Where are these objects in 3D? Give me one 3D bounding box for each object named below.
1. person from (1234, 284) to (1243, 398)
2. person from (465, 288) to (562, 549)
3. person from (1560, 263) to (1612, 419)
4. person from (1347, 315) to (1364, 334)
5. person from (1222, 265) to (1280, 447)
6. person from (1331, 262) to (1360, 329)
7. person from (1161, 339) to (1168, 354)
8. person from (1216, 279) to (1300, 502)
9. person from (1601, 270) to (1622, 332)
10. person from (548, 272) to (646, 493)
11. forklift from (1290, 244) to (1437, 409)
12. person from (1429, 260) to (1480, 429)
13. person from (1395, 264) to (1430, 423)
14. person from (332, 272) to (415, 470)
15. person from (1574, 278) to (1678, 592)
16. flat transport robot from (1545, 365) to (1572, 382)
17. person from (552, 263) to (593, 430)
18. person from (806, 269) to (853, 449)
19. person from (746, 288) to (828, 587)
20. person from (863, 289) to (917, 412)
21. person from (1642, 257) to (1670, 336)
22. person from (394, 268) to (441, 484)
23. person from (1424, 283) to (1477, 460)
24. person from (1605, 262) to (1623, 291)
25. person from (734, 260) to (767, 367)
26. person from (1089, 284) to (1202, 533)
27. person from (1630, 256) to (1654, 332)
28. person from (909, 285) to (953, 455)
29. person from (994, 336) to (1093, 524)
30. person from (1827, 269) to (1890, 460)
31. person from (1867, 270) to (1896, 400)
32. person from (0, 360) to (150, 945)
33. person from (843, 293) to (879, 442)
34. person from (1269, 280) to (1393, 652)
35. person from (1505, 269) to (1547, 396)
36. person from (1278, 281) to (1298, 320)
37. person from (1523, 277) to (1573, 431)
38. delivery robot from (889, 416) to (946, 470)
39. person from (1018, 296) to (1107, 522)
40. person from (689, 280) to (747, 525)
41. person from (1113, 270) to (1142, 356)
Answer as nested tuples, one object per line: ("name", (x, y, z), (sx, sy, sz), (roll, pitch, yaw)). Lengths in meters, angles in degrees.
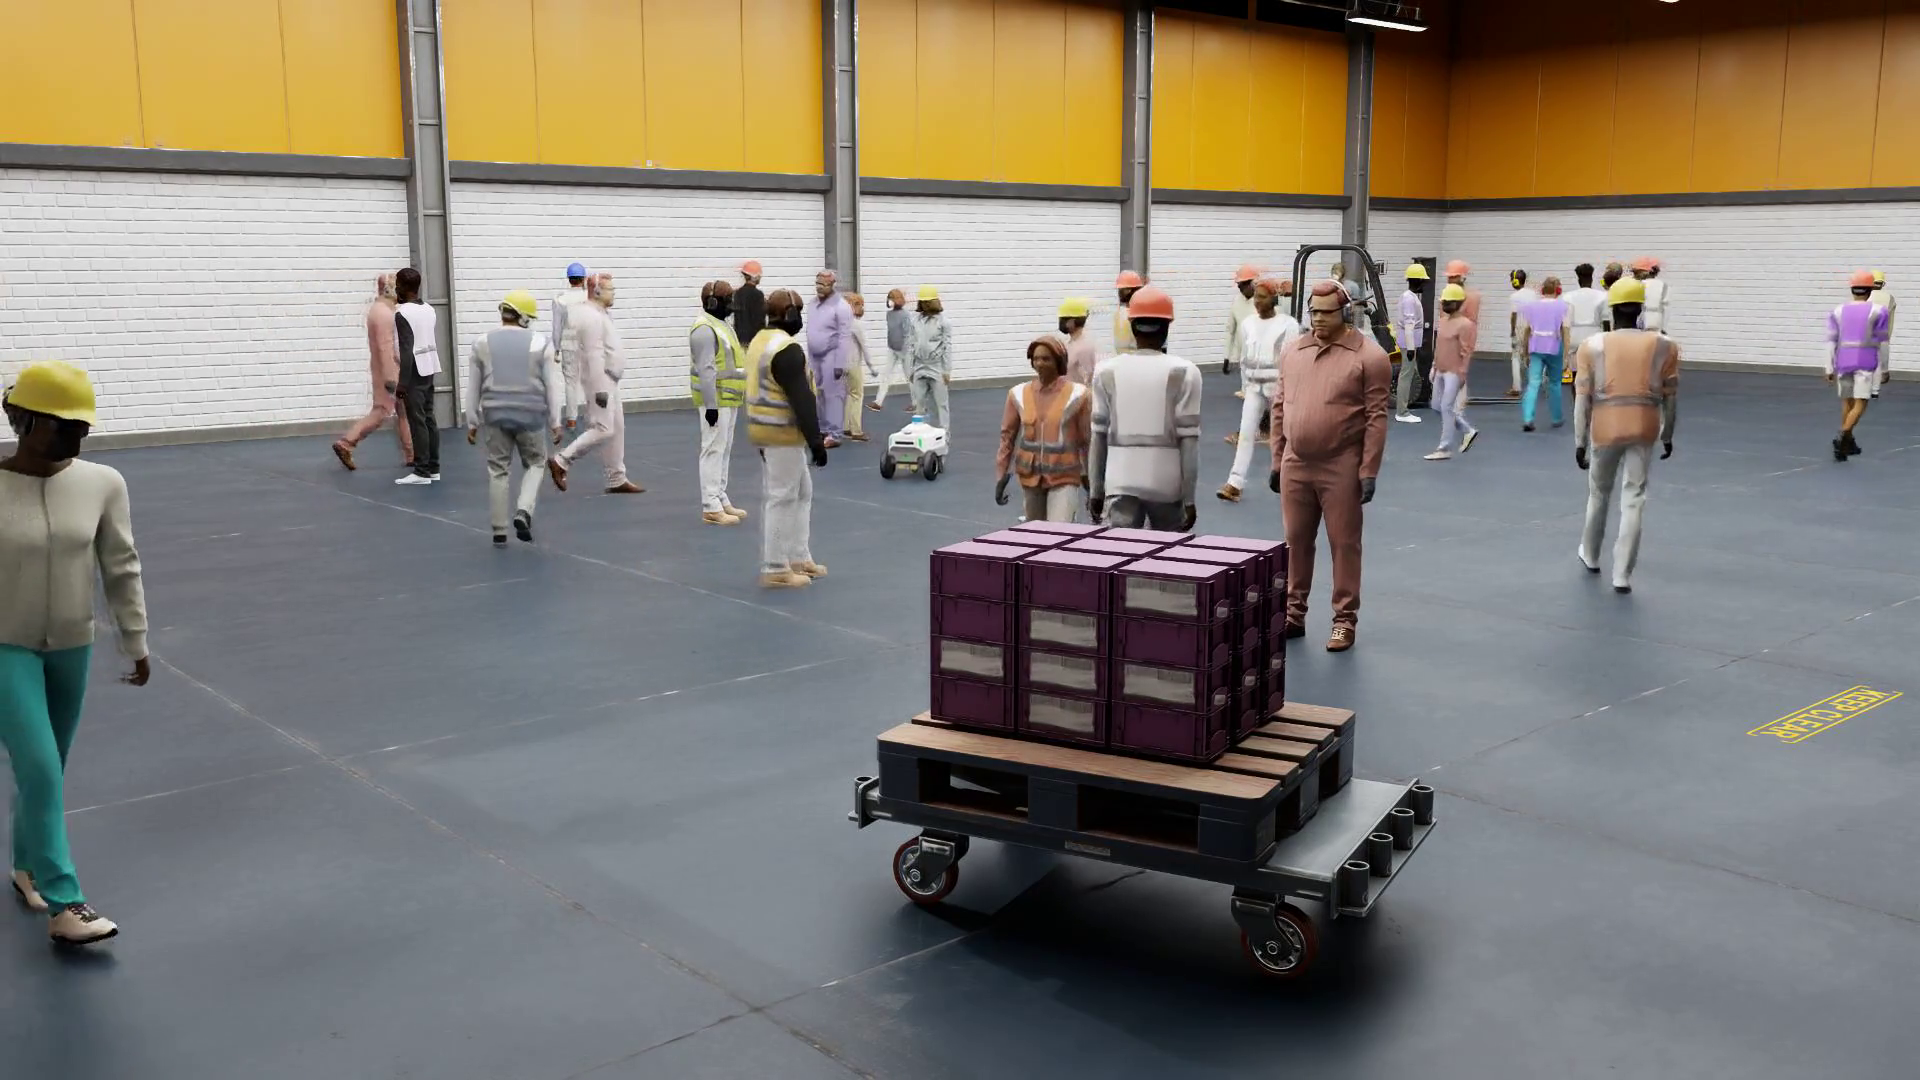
("person", (4.126, -2.951, 23.840), (0.431, 1.835, 0.623), (0, 10, -1))
("person", (-3.096, -0.836, 11.534), (0.669, 1.800, 0.451), (-1, 10, -6))
("person", (7.612, -2.401, 20.295), (0.619, 1.932, 0.641), (3, 10, 19))
("person", (3.661, -1.465, 15.793), (0.757, 1.615, 0.522), (-8, 13, -39))
("person", (3.109, -1.948, 17.692), (0.643, 1.929, 1.027), (9, 13, 43))
("person", (5.908, -3.366, 25.986), (0.663, 1.923, 0.445), (7, 12, 37))
("person", (1.927, -1.823, 17.734), (0.521, 1.653, 0.832), (7, 12, 34))
("person", (2.519, -1.228, 13.755), (0.589, 1.834, 0.975), (8, 13, 41))
("person", (8.359, -2.572, 21.583), (0.568, 1.839, 0.560), (4, 10, 20))
("person", (-3.081, -1.309, 14.046), (0.709, 1.889, 0.653), (0, 10, -3))
("forklift", (5.256, -2.933, 22.661), (2.313, 2.155, 1.214), (3, 10, 16))
("person", (5.793, -2.280, 19.475), (0.432, 1.982, 0.619), (-7, 12, -34))
("person", (5.512, -2.396, 20.296), (0.371, 1.925, 0.595), (3, 10, 14))
("person", (-5.492, -1.593, 15.766), (0.887, 1.877, 0.651), (-3, 10, -15))
("person", (4.092, -0.664, 10.277), (0.616, 1.876, 0.959), (3, 10, 15))
("flat transport robot", (9.716, -2.671, 26.749), (0.652, 0.197, 1.431), (3, 10, 18))
("person", (-4.434, -2.247, 19.371), (0.615, 1.942, 0.397), (-3, 10, -19))
("person", (-1.413, -1.878, 17.389), (0.678, 1.882, 0.442), (9, 14, 44))
("person", (-1.021, -0.612, 10.167), (0.542, 1.824, 0.693), (-4, 10, -20))
("person", (-0.844, -2.416, 21.361), (0.871, 1.585, 0.517), (-8, 13, -40))
("person", (10.348, -3.231, 24.950), (0.612, 2.021, 0.860), (-1, 10, -7))
("person", (-4.840, -1.455, 14.819), (0.391, 1.919, 0.590), (1, 10, 4))
("person", (4.912, -1.670, 16.532), (0.550, 1.750, 0.541), (-3, 10, -15))
("person", (9.522, -3.069, 24.209), (0.353, 1.936, 0.633), (0, 10, -2))
("person", (-2.731, -2.622, 21.477), (0.589, 1.977, 0.619), (-7, 12, -36))
("person", (0.847, -0.255, 7.888), (0.545, 1.903, 0.881), (3, 10, 19))
("person", (9.775, -3.146, 24.431), (0.770, 2.012, 0.624), (8, 13, 40))
("person", (-0.312, -1.722, 16.920), (0.486, 1.737, 0.319), (5, 11, 28))
("person", (0.454, -0.306, 9.047), (0.543, 1.588, 0.886), (4, 11, 24))
("person", (8.945, -1.756, 16.638), (0.900, 1.907, 0.547), (-8, 13, -40))
("person", (12.846, -2.884, 23.470), (0.596, 1.826, 0.403), (0, 10, -1))
("person", (-2.715, 0.330, 4.938), (0.854, 1.718, 0.545), (7, 12, 34))
("person", (-1.124, -1.882, 18.187), (0.383, 1.623, 0.508), (-5, 11, -26))
("person", (1.870, -0.382, 8.588), (0.639, 1.904, 0.410), (8, 12, 38))
("person", (8.109, -2.950, 23.804), (0.563, 1.840, 0.646), (-4, 11, -23))
("person", (5.203, -3.311, 26.513), (0.268, 1.632, 0.507), (9, 14, 44))
("person", (6.820, -2.165, 19.374), (0.574, 1.793, 0.986), (7, 12, 35))
("delivery robot", (-0.388, -0.897, 15.262), (0.477, 0.478, 0.707), (3, 10, 18))
("person", (0.912, -0.995, 12.688), (0.883, 1.725, 0.532), (-4, 10, -21))
("person", (-1.821, -1.042, 12.623), (0.429, 1.842, 0.634), (1, 10, 4))
("person", (1.720, -1.728, 16.505), (0.972, 1.895, 0.556), (-7, 12, -35))
